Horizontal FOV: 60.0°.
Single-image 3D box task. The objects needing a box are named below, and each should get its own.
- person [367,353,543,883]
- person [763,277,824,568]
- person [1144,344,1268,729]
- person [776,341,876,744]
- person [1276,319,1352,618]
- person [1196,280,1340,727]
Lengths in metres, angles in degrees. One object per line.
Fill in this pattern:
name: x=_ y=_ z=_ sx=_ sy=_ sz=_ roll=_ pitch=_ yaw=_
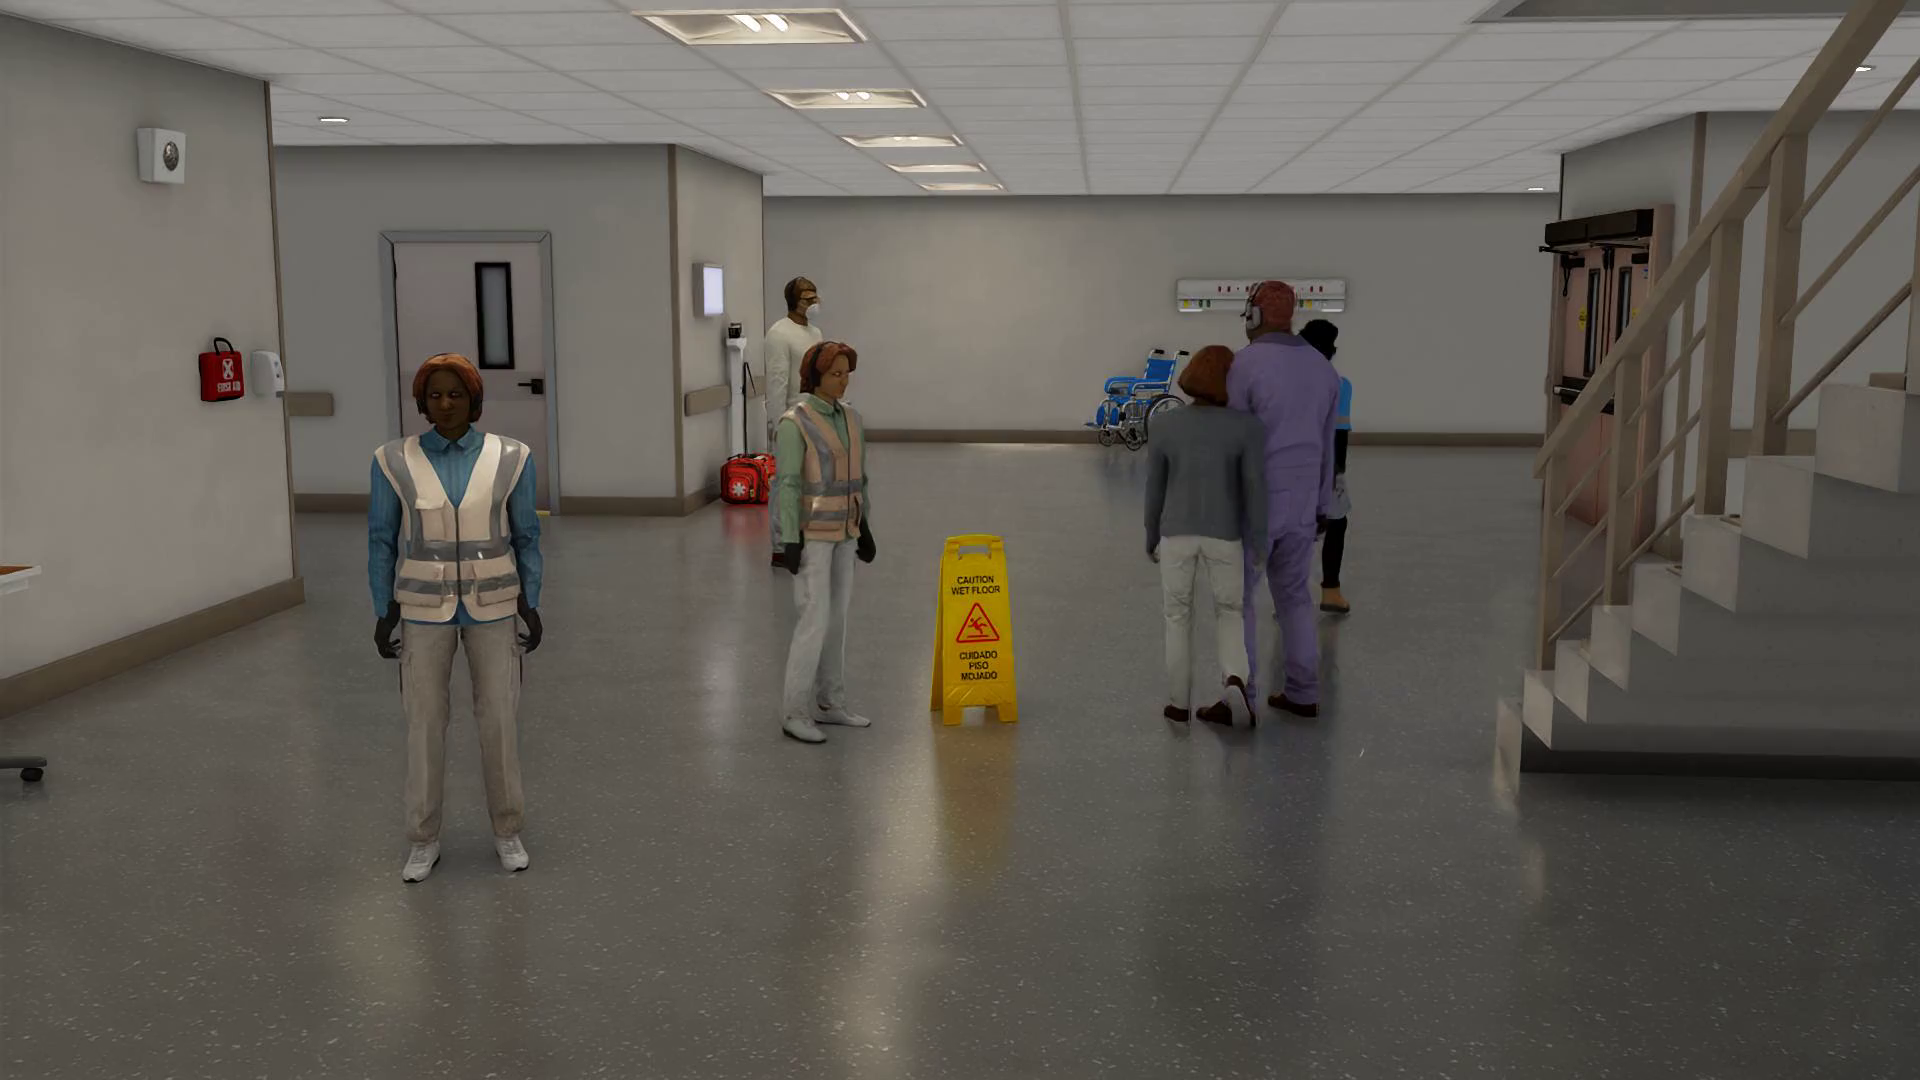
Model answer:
person: x=-1.567 y=0.238 z=5.199 sx=0.522 sy=1.640 sz=0.306 roll=-3 pitch=9 yaw=-18
person: x=-1.086 y=-0.784 z=11.140 sx=0.355 sy=1.937 sz=0.635 roll=3 pitch=9 yaw=21
person: x=1.003 y=0.006 z=6.863 sx=0.518 sy=1.616 sz=0.515 roll=2 pitch=9 yaw=11
person: x=-0.563 y=-0.004 z=6.885 sx=0.317 sy=1.631 sz=0.530 roll=5 pitch=10 yaw=29
person: x=1.988 y=-0.397 z=9.382 sx=0.548 sy=1.674 sz=0.570 roll=6 pitch=11 yaw=37
person: x=1.309 y=-0.156 z=7.085 sx=0.678 sy=1.881 sz=0.392 roll=-6 pitch=10 yaw=-34
